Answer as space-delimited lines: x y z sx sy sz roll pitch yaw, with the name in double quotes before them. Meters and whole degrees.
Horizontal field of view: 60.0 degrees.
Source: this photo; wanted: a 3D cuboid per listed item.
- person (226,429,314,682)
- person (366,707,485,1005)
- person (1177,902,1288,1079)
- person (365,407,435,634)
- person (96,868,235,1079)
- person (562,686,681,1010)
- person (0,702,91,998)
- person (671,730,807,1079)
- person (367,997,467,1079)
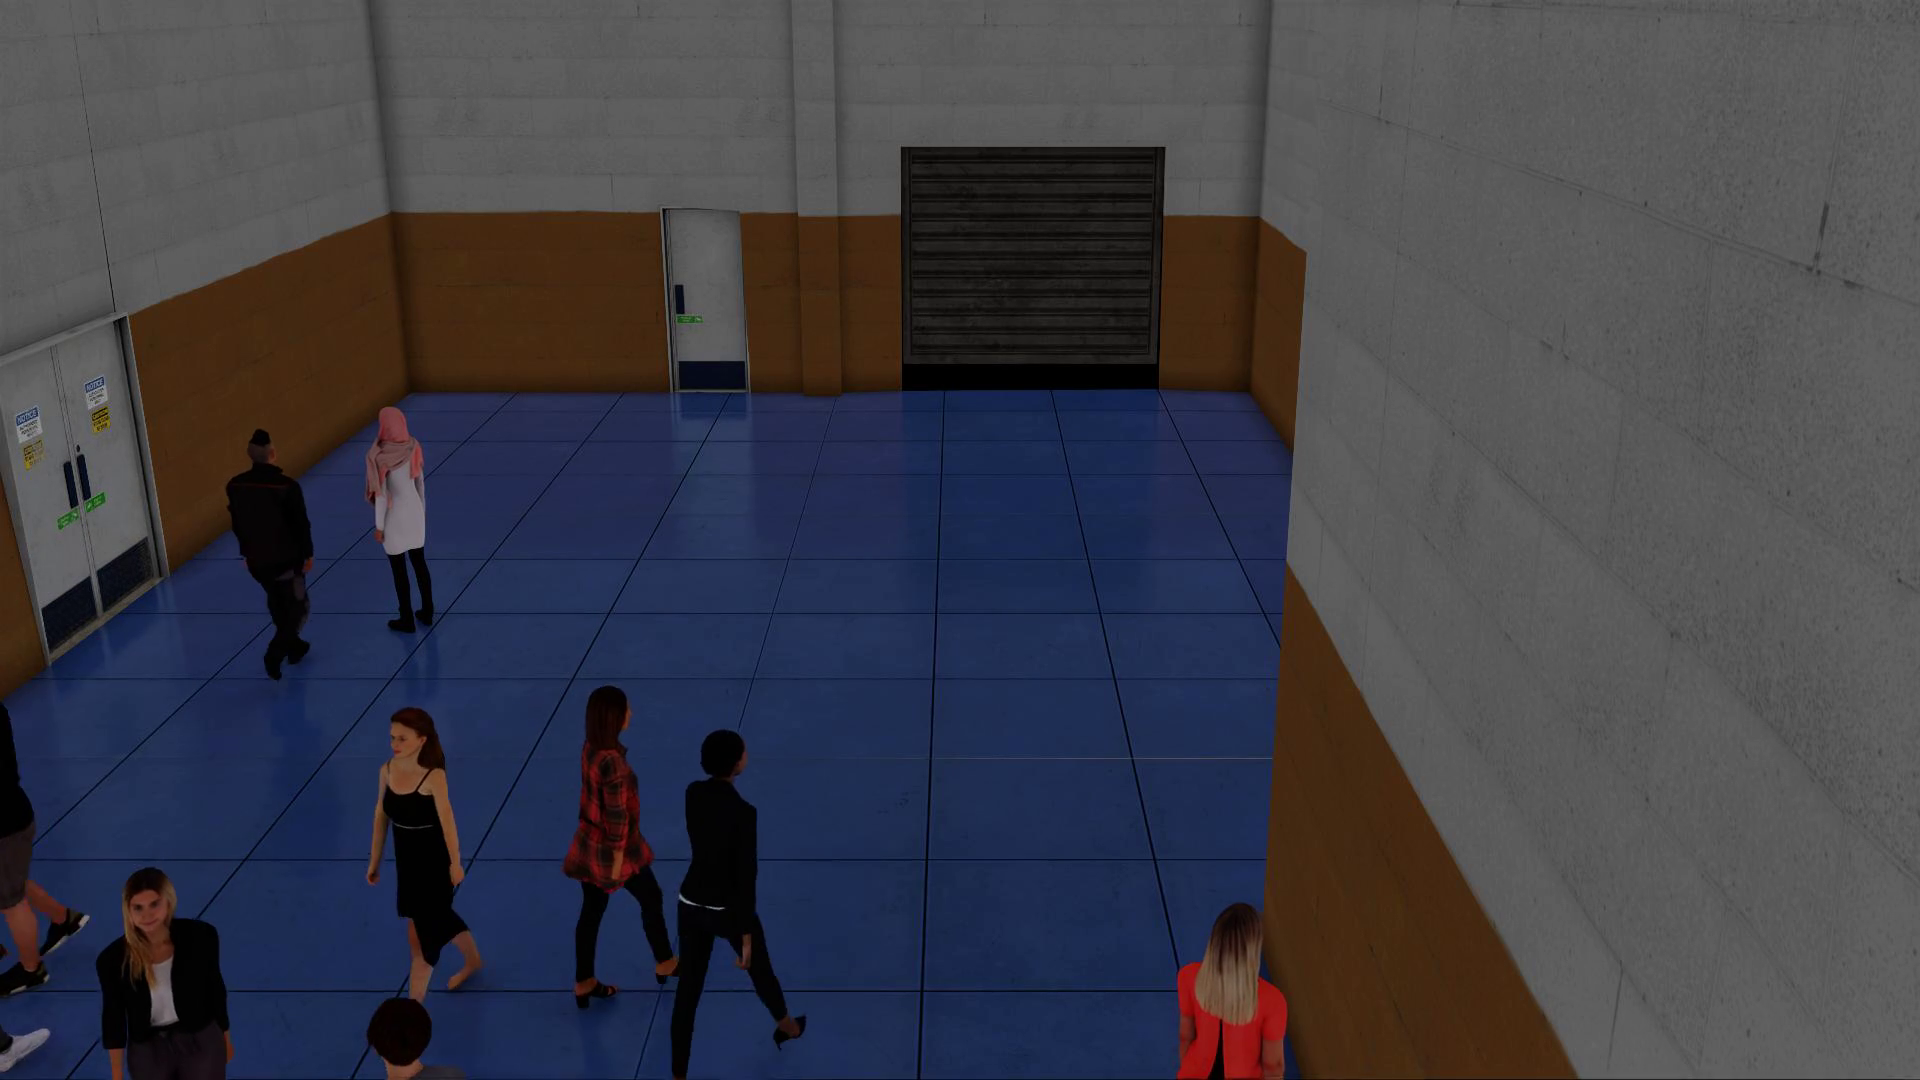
"person" -4.990 0.112 12.032 1.025 1.843 0.907 3 19 8
"person" -2.563 1.549 8.199 1.007 1.594 0.956 12 22 32
"person" 1.000 2.138 6.294 0.621 1.694 0.725 10 21 28
"person" -4.346 -0.165 12.954 0.780 1.804 0.739 14 23 35
"person" -3.141 2.045 6.663 1.061 1.634 0.942 -8 20 -22
"person" -1.790 1.532 8.119 0.993 1.676 0.888 -13 23 -34
"person" -4.702 1.379 8.299 0.942 1.851 0.869 -12 22 -32
"person" -1.126 1.746 7.316 1.127 1.783 1.027 10 21 28
"person" -1.854 2.332 5.768 0.634 1.650 0.727 -13 23 -34
